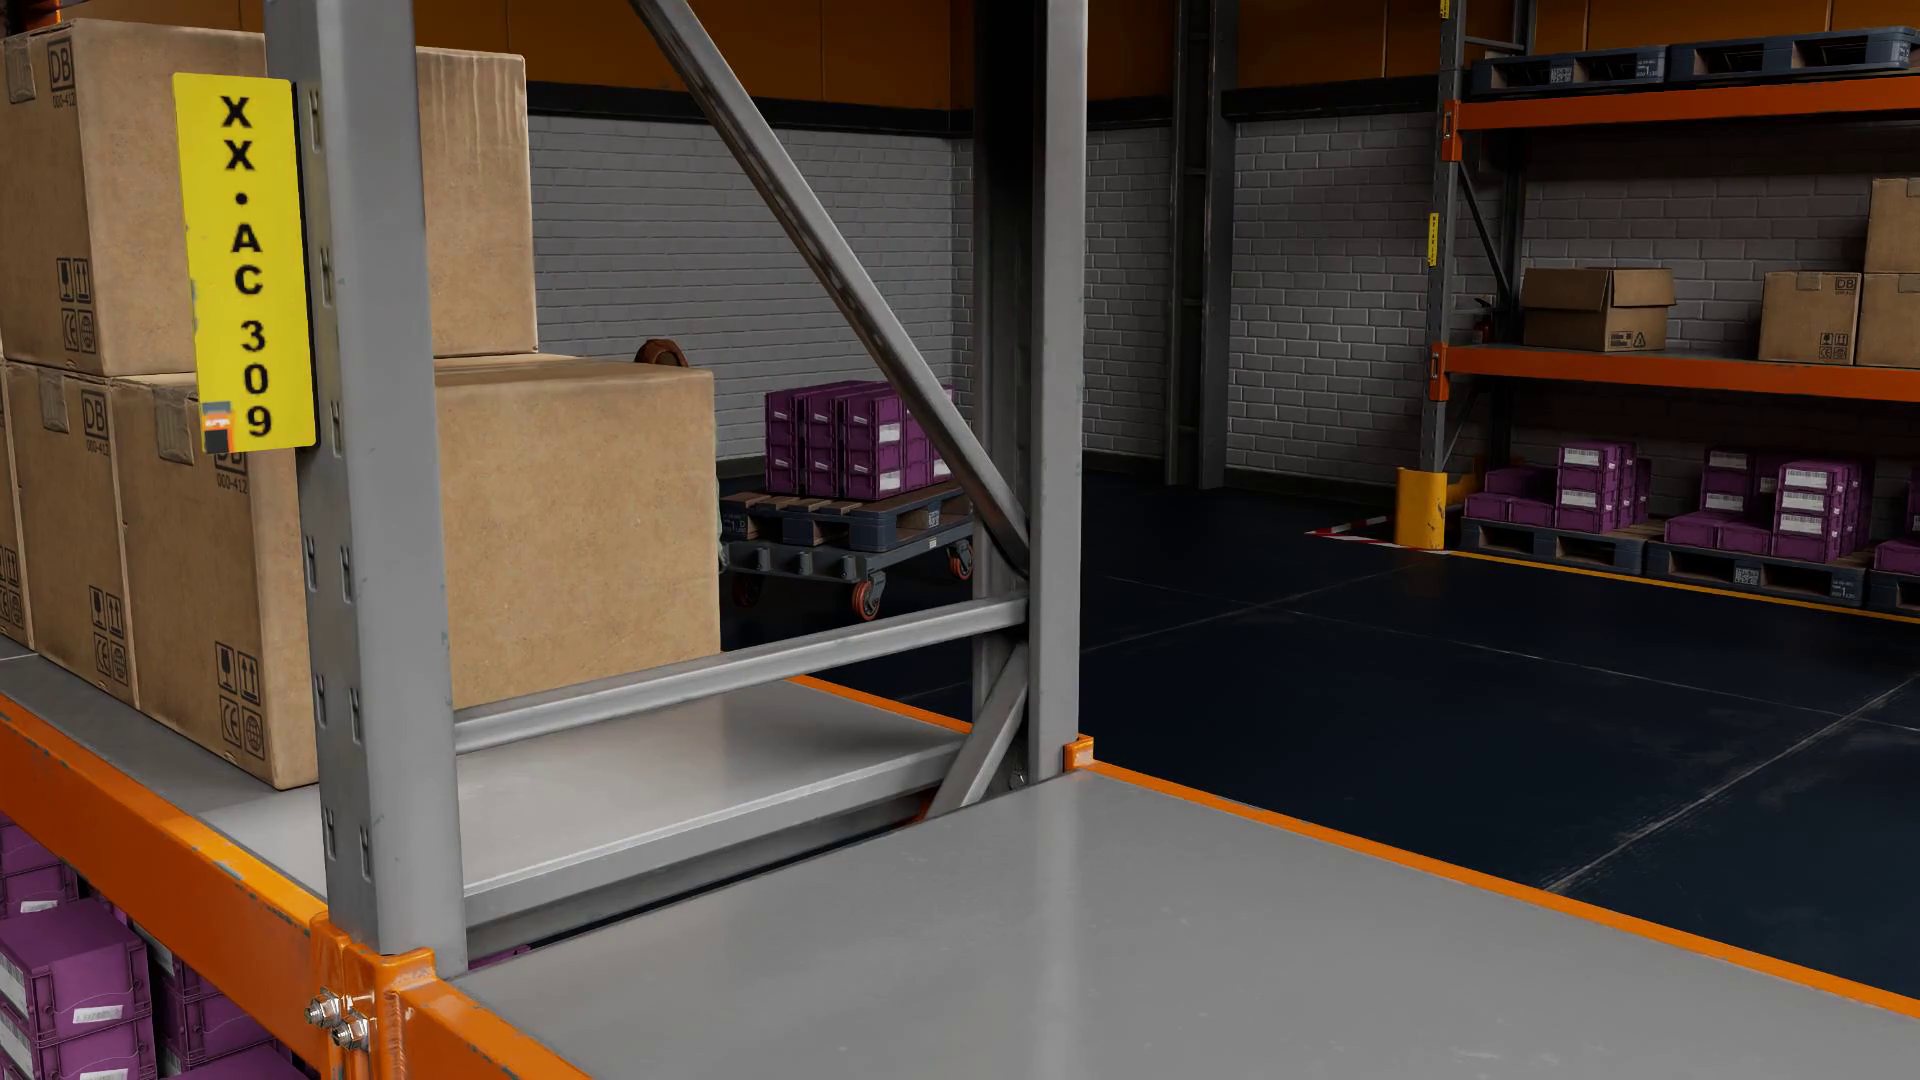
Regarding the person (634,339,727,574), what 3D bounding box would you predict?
[{"bbox_3d":[-1.141,0.039,6.440,0.507,1.633,0.276,-8,13,-37],"label":"person"}]
